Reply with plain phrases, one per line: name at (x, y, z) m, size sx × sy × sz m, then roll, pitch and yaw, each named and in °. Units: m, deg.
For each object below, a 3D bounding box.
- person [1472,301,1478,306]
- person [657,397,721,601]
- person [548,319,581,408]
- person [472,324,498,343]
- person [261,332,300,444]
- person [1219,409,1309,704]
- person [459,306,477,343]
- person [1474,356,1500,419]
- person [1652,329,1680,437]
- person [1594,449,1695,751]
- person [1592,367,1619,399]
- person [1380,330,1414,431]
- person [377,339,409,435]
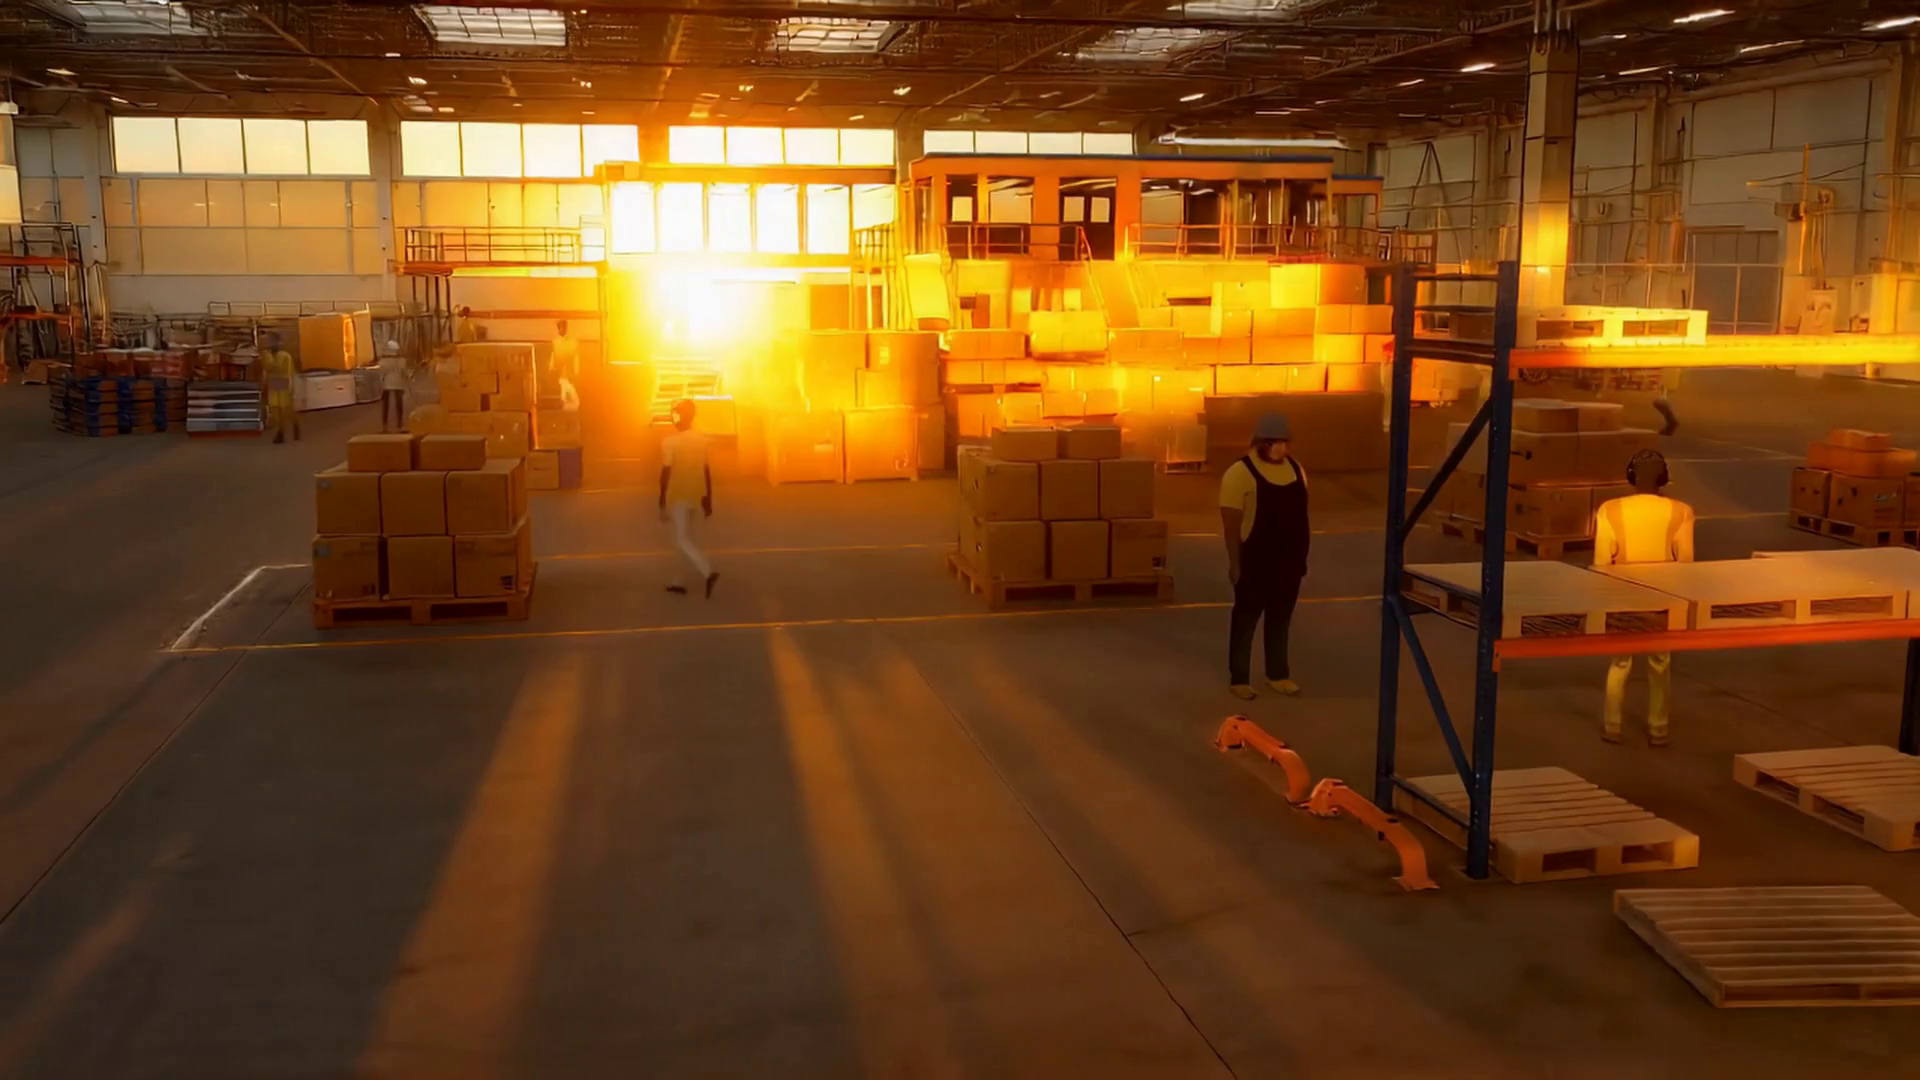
person at (16.363, -6.620, 52.898) m, size 0.650 × 1.910 × 0.923 m, roll 6°, pitch 11°, yaw 33°
person at (-2.447, -0.361, 14.978) m, size 0.794 × 1.849 × 0.529 m, roll 9°, pitch 13°, yaw 42°
person at (-8.258, -3.665, 34.878) m, size 0.606 × 1.928 × 0.971 m, roll 5°, pitch 11°, yaw 30°
person at (-9.383, -3.330, 32.958) m, size 0.598 × 1.890 × 0.853 m, roll -5°, pitch 10°, yaw -27°
person at (-11.605, -2.595, 28.371) m, size 0.560 × 1.917 × 0.579 m, roll 1°, pitch 9°, yaw 8°
person at (2.162, 0.108, 11.521) m, size 0.689 × 2.000 × 0.539 m, roll -5°, pitch 11°, yaw -28°
person at (-14.812, -6.123, 50.103) m, size 0.506 × 1.842 × 0.342 m, roll 0°, pitch 9°, yaw 0°
person at (10.266, -3.081, 31.742) m, size 0.981 × 1.781 × 0.626 m, roll -3°, pitch 10°, yaw -19°
person at (12.516, -2.781, 29.476) m, size 0.415 × 1.921 × 0.557 m, roll 7°, pitch 12°, yaw 37°
person at (4.242, 0.376, 10.365) m, size 0.573 × 1.883 × 0.355 m, roll 3°, pitch 10°, yaw 18°
person at (14.752, -4.053, 37.918) m, size 0.911 × 1.701 × 0.493 m, roll -4°, pitch 10°, yaw -25°
person at (8.007, -2.952, 30.481) m, size 0.627 × 1.941 × 0.371 m, roll 2°, pitch 9°, yaw 9°
person at (-9.893, -2.633, 29.065) m, size 0.533 × 1.767 × 0.327 m, roll -8°, pitch 12°, yaw -39°
